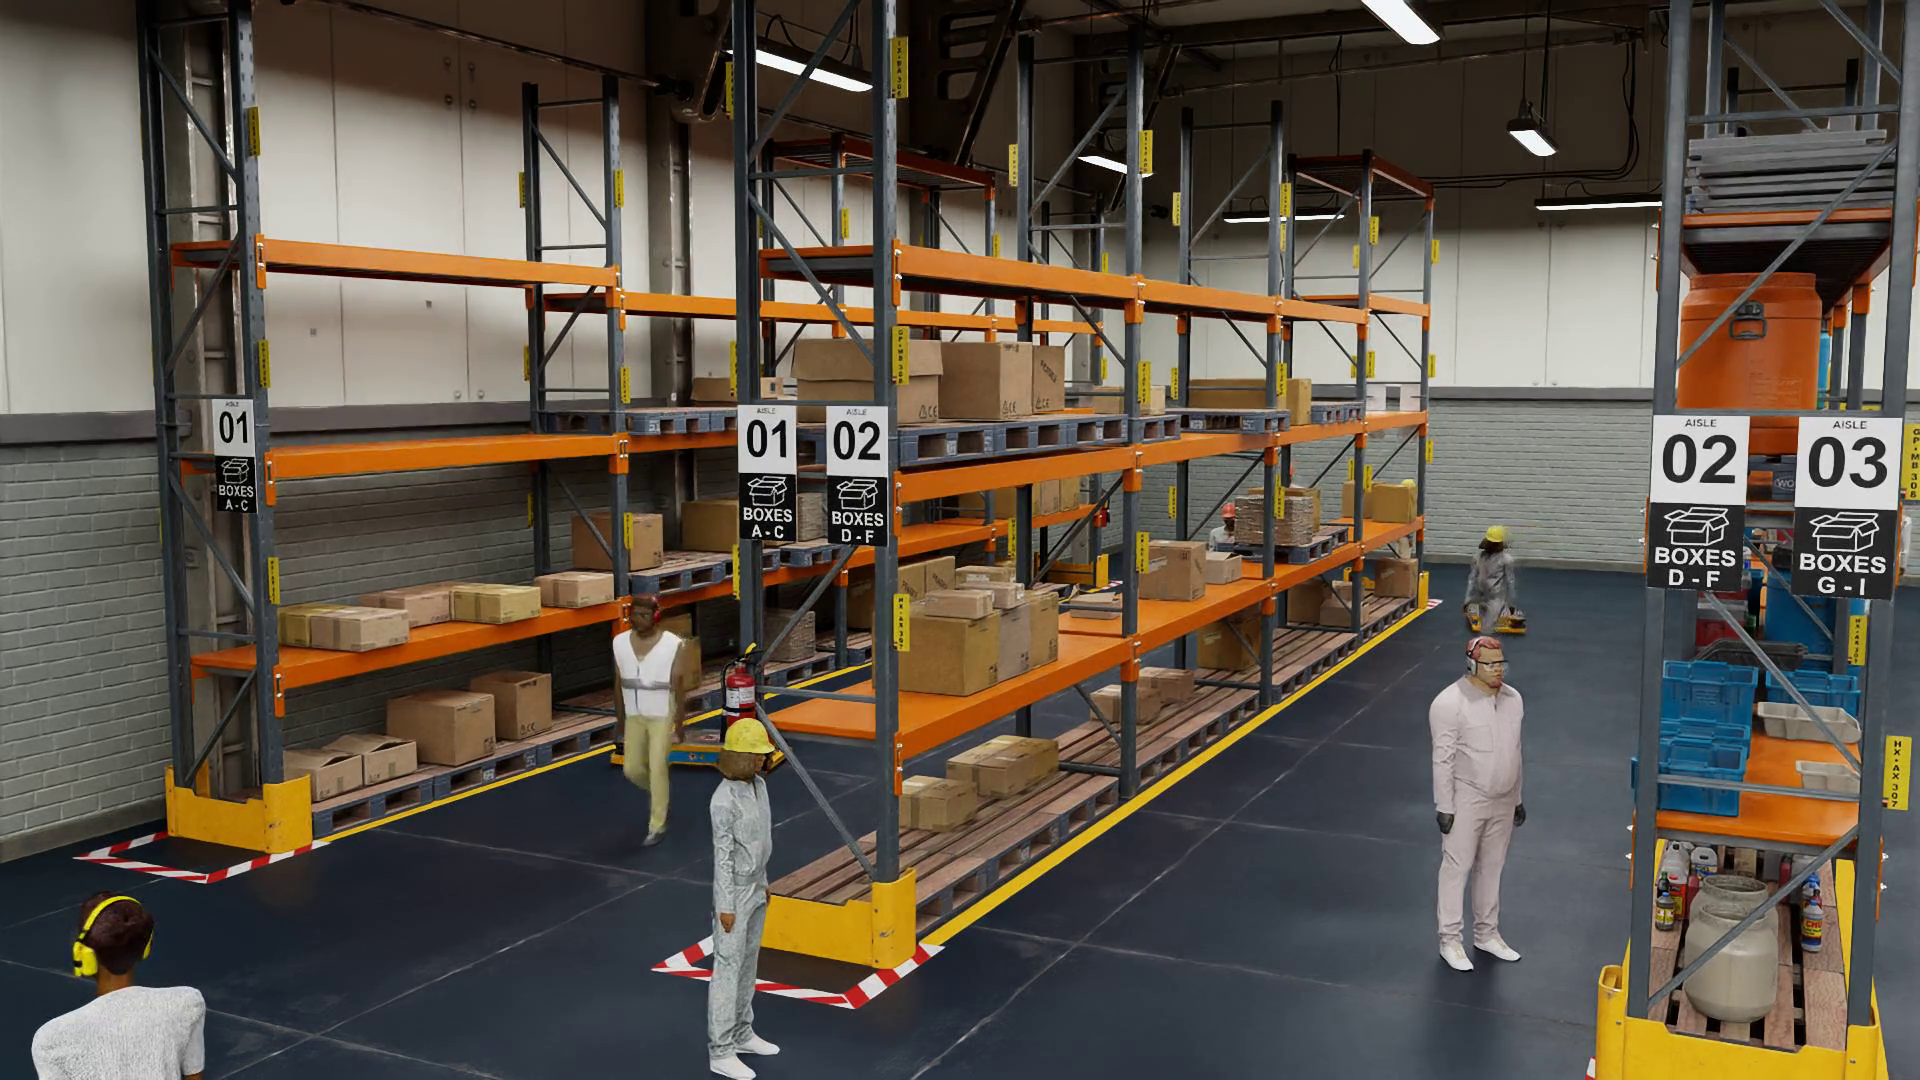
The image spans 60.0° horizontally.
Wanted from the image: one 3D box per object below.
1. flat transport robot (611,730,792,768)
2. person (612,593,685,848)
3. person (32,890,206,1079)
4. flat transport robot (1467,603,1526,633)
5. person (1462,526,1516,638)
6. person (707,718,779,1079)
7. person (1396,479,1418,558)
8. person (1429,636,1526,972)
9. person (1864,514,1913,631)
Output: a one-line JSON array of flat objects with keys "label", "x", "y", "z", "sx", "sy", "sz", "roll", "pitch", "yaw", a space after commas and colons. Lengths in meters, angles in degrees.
[{"label": "flat transport robot", "x": -2.235, "y": 1.806, "z": 14.439, "sx": 1.431, "sy": 0.197, "sz": 0.652, "roll": 1, "pitch": 6, "yaw": 11}, {"label": "person", "x": -2.232, "y": 1.279, "z": 12.097, "sx": 0.574, "sy": 1.831, "sz": 0.543, "roll": 2, "pitch": 6, "yaw": 15}, {"label": "person", "x": -2.531, "y": 1.978, "z": 5.049, "sx": 0.324, "sy": 1.876, "sz": 0.526, "roll": 5, "pitch": 8, "yaw": 41}, {"label": "flat transport robot", "x": 7.090, "y": 1.027, "z": 22.015, "sx": 0.652, "sy": 0.197, "sz": 1.431, "roll": 1, "pitch": 6, "yaw": 14}, {"label": "person", "x": 5.793, "y": 0.697, "z": 18.276, "sx": 0.519, "sy": 1.719, "sz": 0.458, "roll": -3, "pitch": 6, "yaw": -25}, {"label": "person", "x": -1.045, "y": 1.726, "z": 8.135, "sx": 0.324, "sy": 1.742, "sz": 0.492, "roll": 2, "pitch": 6, "yaw": 17}, {"label": "person", "x": 6.764, "y": -0.042, "z": 25.223, "sx": 0.314, "sy": 1.769, "sz": 0.523, "roll": 0, "pitch": 6, "yaw": -4}, {"label": "person", "x": 3.005, "y": 1.498, "z": 9.569, "sx": 0.642, "sy": 1.908, "sz": 0.407, "roll": -3, "pitch": 7, "yaw": -27}, {"label": "person", "x": 12.050, "y": 0.270, "z": 21.720, "sx": 0.647, "sy": 1.857, "sz": 0.421, "roll": 4, "pitch": 7, "yaw": 32}]
